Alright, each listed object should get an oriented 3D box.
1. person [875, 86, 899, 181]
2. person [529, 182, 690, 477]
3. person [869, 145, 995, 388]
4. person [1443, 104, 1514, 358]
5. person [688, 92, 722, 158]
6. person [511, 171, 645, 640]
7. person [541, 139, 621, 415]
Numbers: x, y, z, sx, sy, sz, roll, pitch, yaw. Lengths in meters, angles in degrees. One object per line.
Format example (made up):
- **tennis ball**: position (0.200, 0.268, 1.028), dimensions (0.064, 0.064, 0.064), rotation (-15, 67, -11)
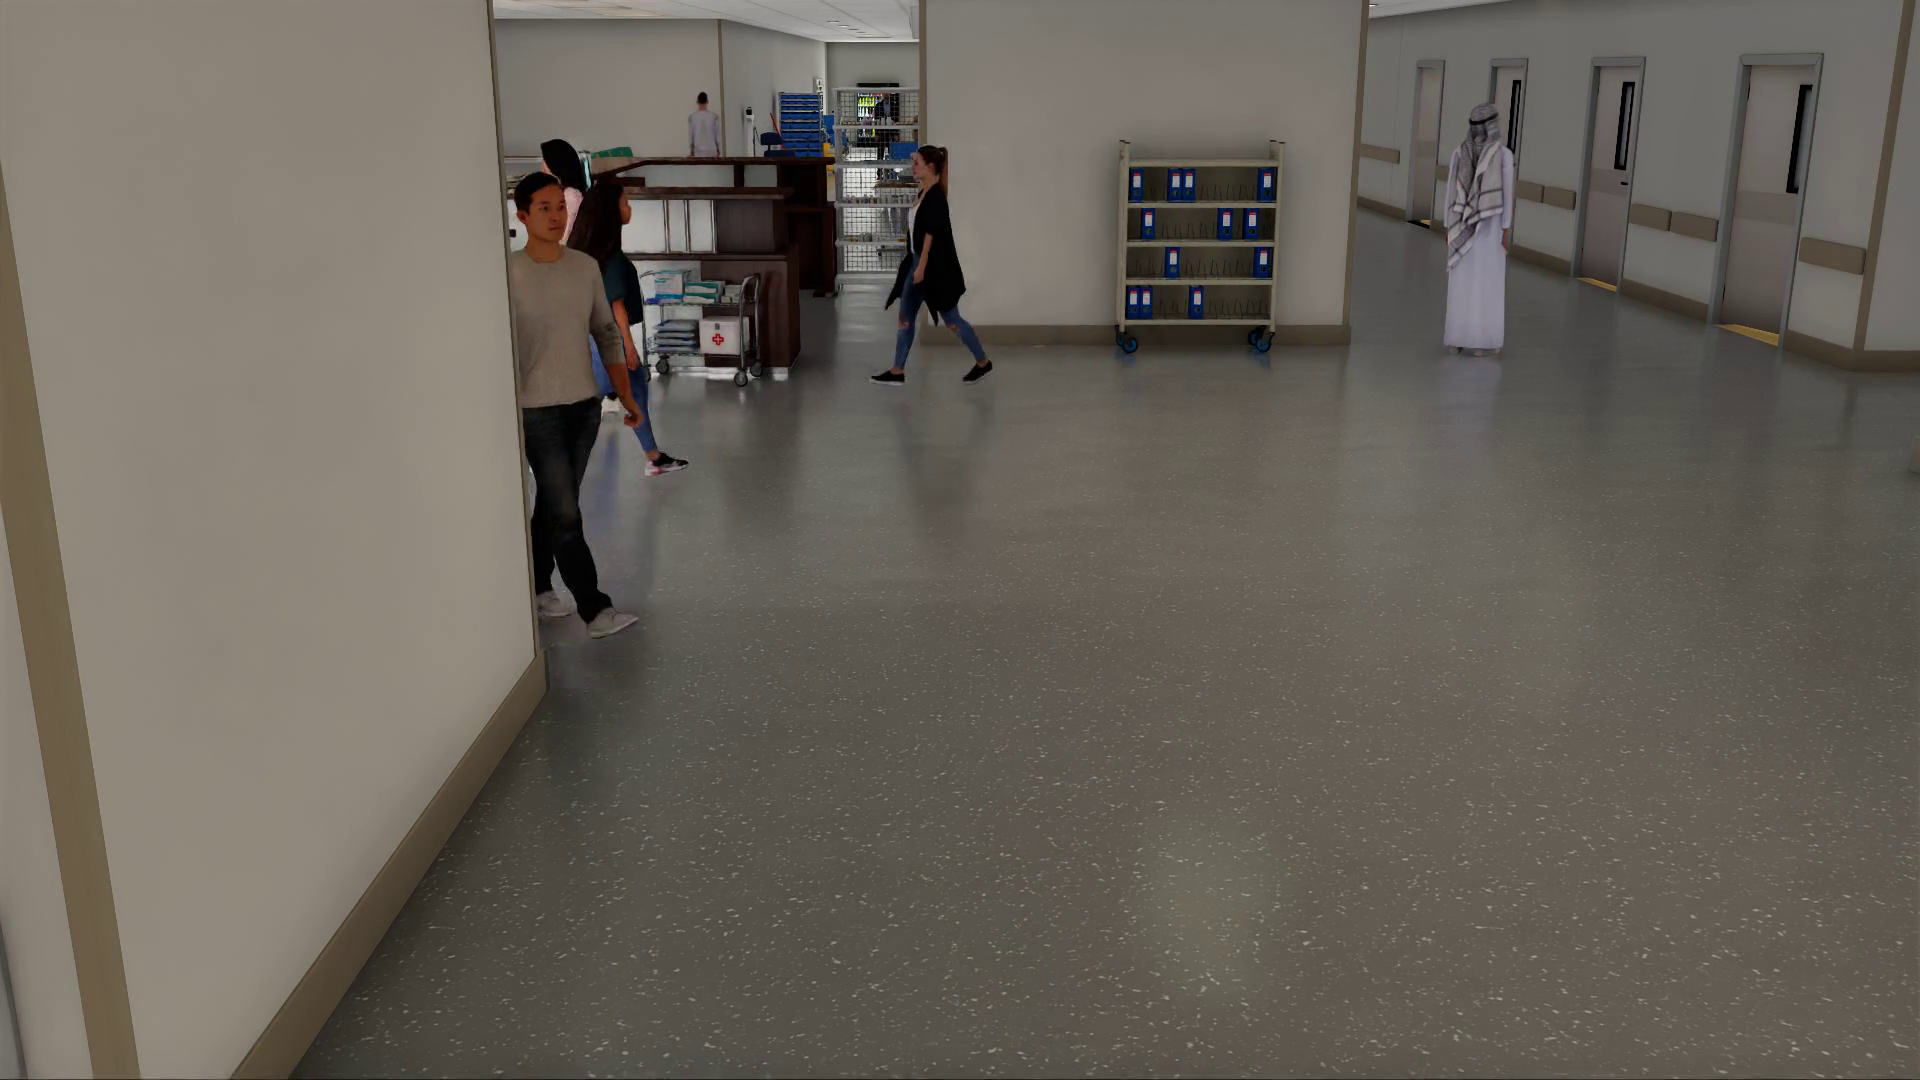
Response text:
- **person**: position (-1.504, -8.322, 34.041), dimensions (0.565, 1.868, 0.727), rotation (-2, 16, -8)
- **person**: position (-1.932, -1.030, 8.712), dimensions (1.194, 1.578, 0.949), rotation (-8, 18, -26)
- **person**: position (-0.105, -1.842, 11.464), dimensions (1.187, 1.647, 0.846), rotation (-4, 16, -15)
- **person**: position (4.038, -2.414, 12.981), dimensions (0.774, 1.924, 0.866), rotation (11, 19, 33)
- **person**: position (-4.163, -6.392, 27.251), dimensions (0.555, 1.838, 0.757), rotation (-2, 16, -6)
- **person**: position (-1.645, -0.515, 6.518), dimensions (1.178, 1.776, 1.077), rotation (13, 20, 39)
- **person**: position (-2.353, -1.630, 10.551), dimensions (0.978, 1.735, 0.793), rotation (-4, 16, -15)
